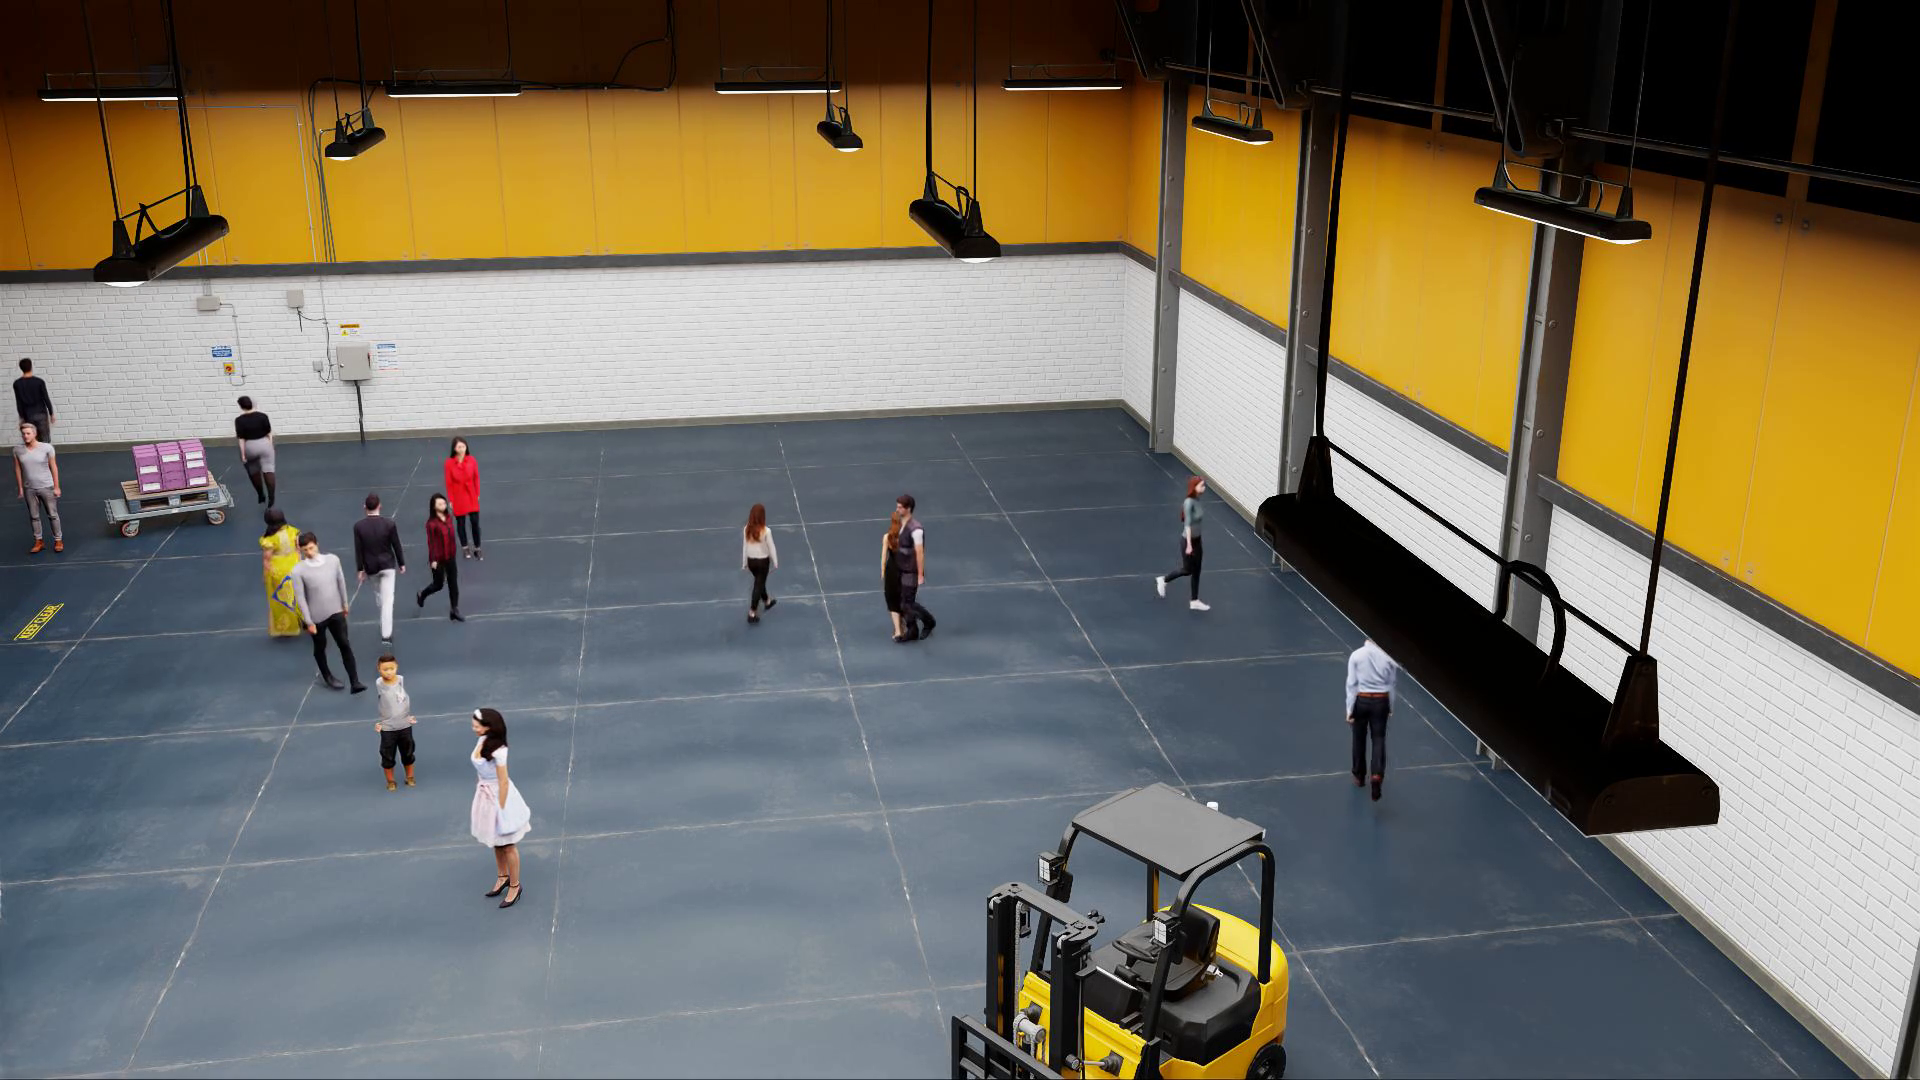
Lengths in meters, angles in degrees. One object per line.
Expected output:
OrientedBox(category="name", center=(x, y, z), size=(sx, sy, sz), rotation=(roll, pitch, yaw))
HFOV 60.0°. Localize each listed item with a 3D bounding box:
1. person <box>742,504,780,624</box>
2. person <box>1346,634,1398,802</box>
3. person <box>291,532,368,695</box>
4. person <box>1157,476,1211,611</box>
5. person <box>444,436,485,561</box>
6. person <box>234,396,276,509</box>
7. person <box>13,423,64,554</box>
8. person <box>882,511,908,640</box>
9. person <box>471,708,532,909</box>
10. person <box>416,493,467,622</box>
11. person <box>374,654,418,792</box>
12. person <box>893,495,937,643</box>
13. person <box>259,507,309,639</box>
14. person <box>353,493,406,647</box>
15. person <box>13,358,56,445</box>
OrientedBox(category="person", center=(-2.492, 0.319, 20.365), size=(0.897, 1.445, 1.072), rotation=(7, 20, 21))
OrientedBox(category="person", center=(3.952, 1.636, 15.935), size=(0.826, 1.776, 1.133), rotation=(1, 19, 4))
OrientedBox(category="person", center=(-7.030, 0.790, 18.276), size=(1.116, 1.885, 1.265), rotation=(-18, 25, -42))
OrientedBox(category="person", center=(2.817, 0.038, 20.754), size=(1.006, 1.729, 0.966), rotation=(11, 21, 29))
OrientedBox(category="person", center=(-6.771, -0.577, 22.577), size=(0.725, 1.731, 0.799), rotation=(-9, 21, -25))
OrientedBox(category="person", center=(-10.369, -1.247, 24.588), size=(0.939, 1.717, 1.226), rotation=(-9, 20, -24))
OrientedBox(category="person", center=(-12.671, -0.736, 22.893), size=(0.684, 1.831, 0.545), rotation=(-4, 19, -11))
OrientedBox(category="person", center=(-0.716, 0.424, 19.782), size=(0.654, 1.619, 0.742), rotation=(0, 19, 0))
OrientedBox(category="person", center=(-3.915, 2.245, 14.075), size=(0.891, 1.808, 0.810), rotation=(-13, 23, -35))
OrientedBox(category="person", center=(-6.414, 0.212, 20.382), size=(0.937, 1.636, 0.957), rotation=(7, 20, 21))
OrientedBox(category="person", center=(-5.504, 1.725, 16.179), size=(0.621, 1.452, 0.616), rotation=(-12, 22, -31))
OrientedBox(category="person", center=(-0.516, 0.340, 19.696), size=(0.832, 1.833, 0.755), rotation=(-9, 21, -25))
OrientedBox(category="person", center=(-7.989, 0.411, 19.778), size=(1.036, 1.645, 0.989), rotation=(10, 21, 27))
OrientedBox(category="person", center=(-6.839, 0.386, 19.605), size=(0.715, 1.803, 1.188), rotation=(-4, 19, -10))
OrientedBox(category="person", center=(-14.688, -1.931, 26.439), size=(0.705, 1.832, 1.198), rotation=(-5, 19, -13))
